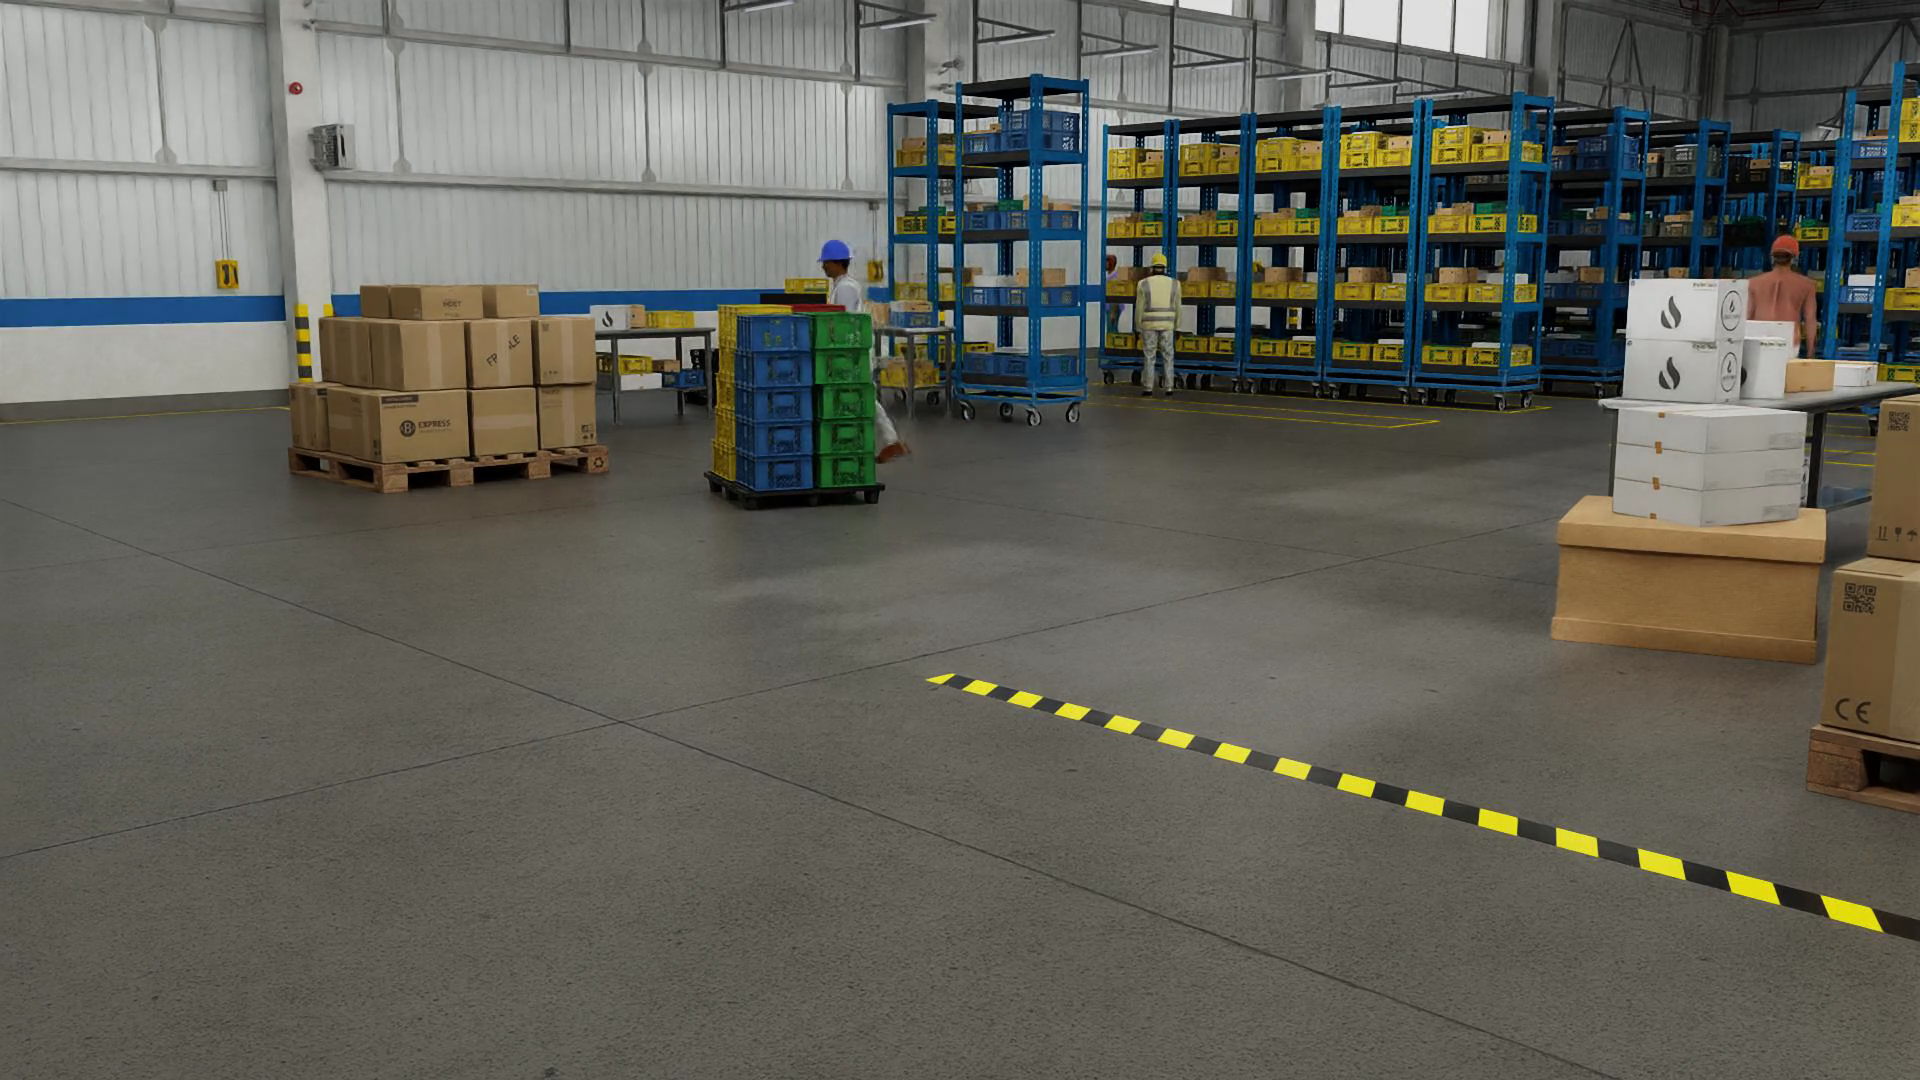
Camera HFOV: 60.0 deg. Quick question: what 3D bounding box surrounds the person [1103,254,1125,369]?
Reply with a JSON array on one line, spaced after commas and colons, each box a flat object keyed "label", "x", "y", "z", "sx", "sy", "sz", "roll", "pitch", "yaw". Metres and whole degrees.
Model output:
[{"label": "person", "x": 2.459, "y": -3.657, "z": 26.710, "sx": 0.390, "sy": 1.846, "sz": 0.564, "roll": 0, "pitch": 9, "yaw": 0}]

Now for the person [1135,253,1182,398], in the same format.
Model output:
[{"label": "person", "x": 2.494, "y": -2.696, "z": 20.966, "sx": 0.596, "sy": 1.831, "sz": 0.403, "roll": -1, "pitch": 9, "yaw": -3}]

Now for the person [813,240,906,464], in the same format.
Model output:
[{"label": "person", "x": -0.942, "y": -1.574, "z": 14.037, "sx": 1.007, "sy": 1.900, "sz": 0.602, "roll": -3, "pitch": 10, "yaw": -17}]

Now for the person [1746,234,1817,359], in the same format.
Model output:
[{"label": "person", "x": 7.432, "y": -1.791, "z": 15.144, "sx": 0.628, "sy": 1.970, "sz": 0.852, "roll": 7, "pitch": 12, "yaw": 37}]
